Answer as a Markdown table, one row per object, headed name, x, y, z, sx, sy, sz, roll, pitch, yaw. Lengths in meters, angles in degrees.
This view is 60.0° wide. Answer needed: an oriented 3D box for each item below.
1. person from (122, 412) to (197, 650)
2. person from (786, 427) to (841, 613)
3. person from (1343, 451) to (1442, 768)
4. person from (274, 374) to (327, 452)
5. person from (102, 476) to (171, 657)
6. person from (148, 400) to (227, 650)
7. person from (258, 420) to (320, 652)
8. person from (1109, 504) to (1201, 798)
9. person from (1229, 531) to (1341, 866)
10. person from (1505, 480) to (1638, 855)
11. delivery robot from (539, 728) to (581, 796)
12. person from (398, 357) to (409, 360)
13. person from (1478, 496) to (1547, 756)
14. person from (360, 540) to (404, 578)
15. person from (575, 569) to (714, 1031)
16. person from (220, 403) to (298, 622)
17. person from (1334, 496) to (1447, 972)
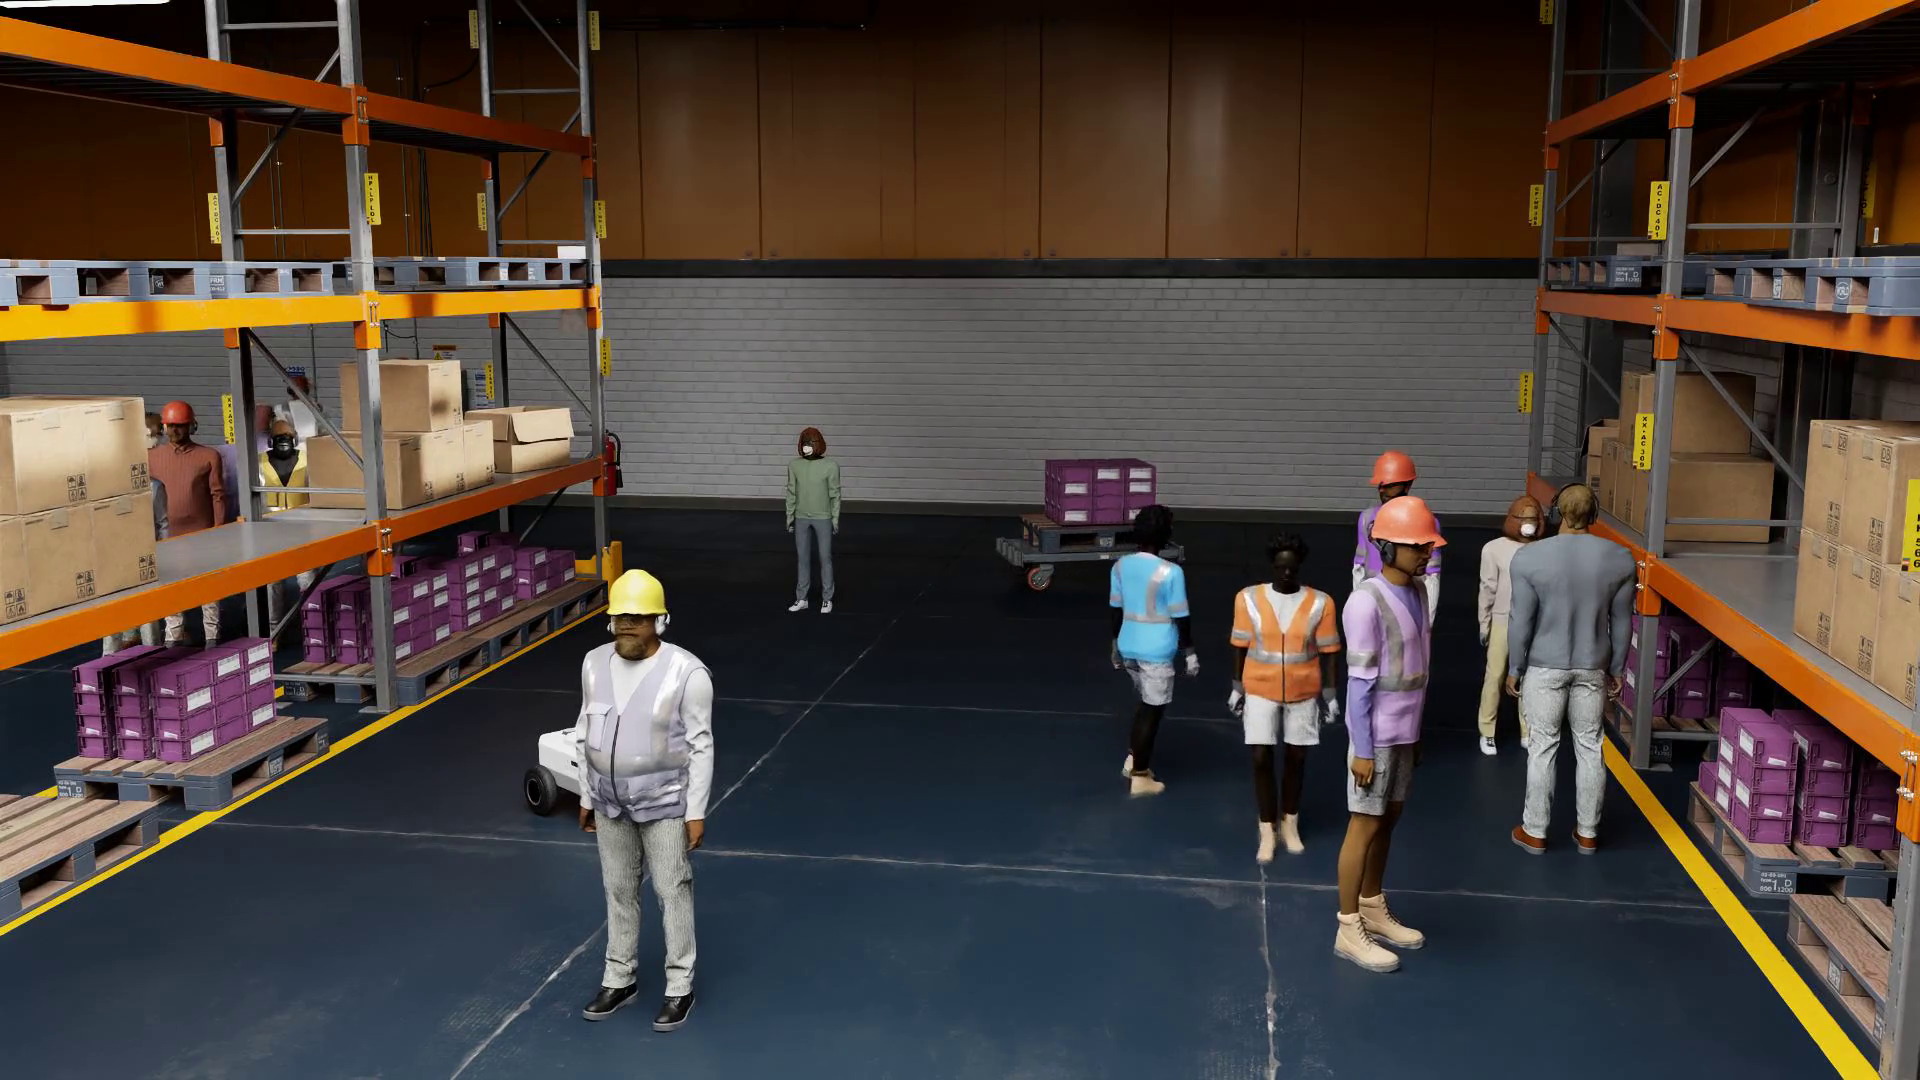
| name | x | y | z | sx | sy | sz | roll | pitch | yaw |
| --- | --- | --- | --- | --- | --- | --- | --- | --- | --- |
| person | -6.407 | -0.056 | 13.057 | 0.698 | 1.910 | 0.415 | -3 | 10 | -18 |
| person | -1.289 | -0.173 | 14.568 | 0.507 | 1.632 | 0.275 | 3 | 10 | 16 |
| person | 2.567 | 0.430 | 9.913 | 0.551 | 1.934 | 0.373 | 9 | 13 | 43 |
| person | -7.208 | -0.880 | 18.204 | 0.599 | 1.866 | 0.417 | -8 | 12 | -42 |
| person | -6.022 | 0.147 | 12.021 | 0.592 | 1.820 | 0.404 | -3 | 10 | -16 |
| person | -6.016 | -0.086 | 12.914 | 0.612 | 1.997 | 0.375 | -1 | 9 | -9 |
| person | -5.289 | -0.030 | 13.095 | 0.621 | 1.835 | 0.430 | -4 | 10 | -21 |
| person | 1.114 | 0.632 | 9.448 | 0.422 | 1.683 | 0.539 | -5 | 11 | -30 |
| person | 1.648 | 0.797 | 8.445 | 0.557 | 1.680 | 0.446 | 1 | 9 | 9 |
| person | 3.101 | 0.657 | 8.510 | 0.630 | 1.940 | 0.372 | 0 | 9 | 3 |
| delivery robot | -1.996 | 1.206 | 9.093 | 0.477 | 0.478 | 0.707 | -9 | 13 | -43 |
| person | -6.760 | -1.272 | 20.420 | 0.375 | 1.934 | 0.547 | 6 | 11 | 32 |
| person | 3.438 | 0.531 | 10.257 | 0.493 | 1.626 | 0.285 | 0 | 9 | 1 |
| person | -5.078 | -0.374 | 14.696 | 0.395 | 1.993 | 0.614 | 8 | 12 | 40 |
| person | -1.268 | 1.020 | 6.584 | 0.598 | 1.836 | 0.404 | 3 | 10 | 20 |
| person | -5.847 | -0.195 | 13.945 | 0.708 | 1.883 | 0.441 | -1 | 9 | -7 |
| person | 1.875 | 0.820 | 7.184 | 0.390 | 2.042 | 0.611 | 7 | 12 | 37 |
